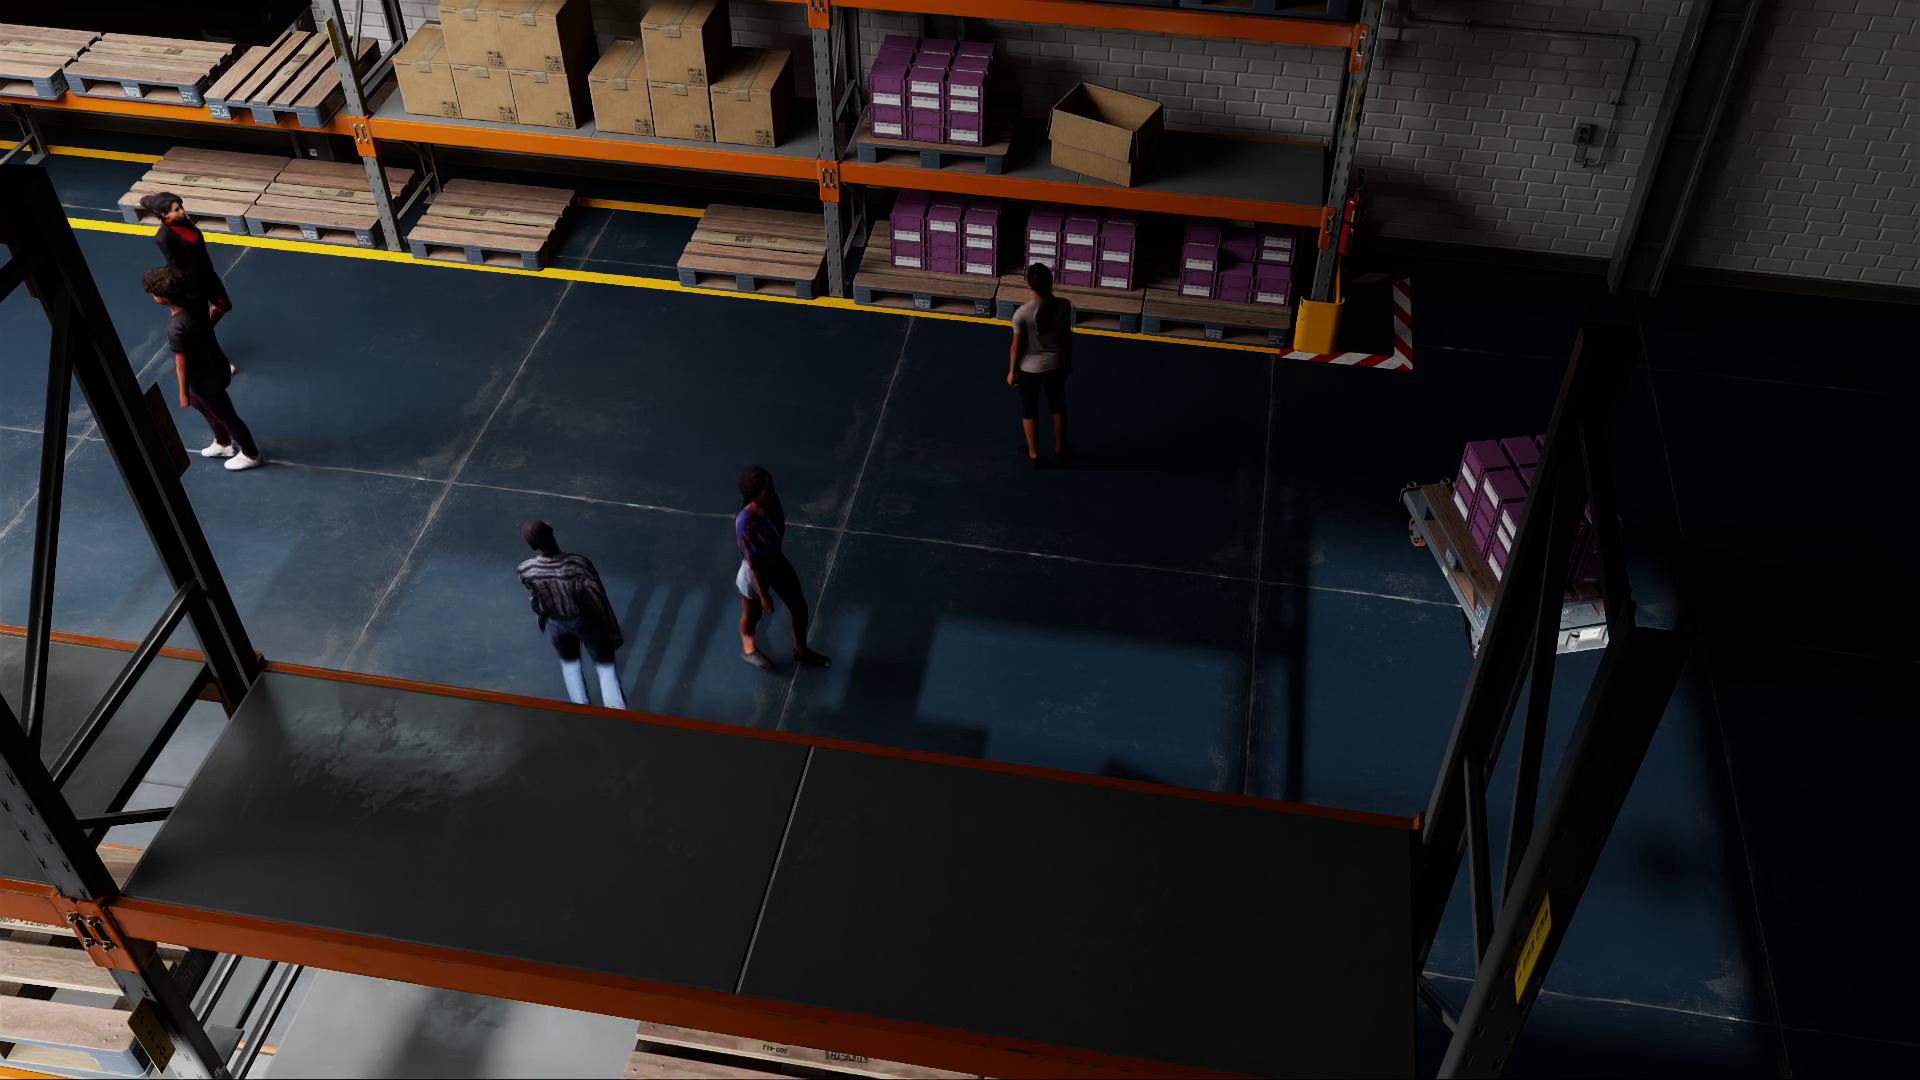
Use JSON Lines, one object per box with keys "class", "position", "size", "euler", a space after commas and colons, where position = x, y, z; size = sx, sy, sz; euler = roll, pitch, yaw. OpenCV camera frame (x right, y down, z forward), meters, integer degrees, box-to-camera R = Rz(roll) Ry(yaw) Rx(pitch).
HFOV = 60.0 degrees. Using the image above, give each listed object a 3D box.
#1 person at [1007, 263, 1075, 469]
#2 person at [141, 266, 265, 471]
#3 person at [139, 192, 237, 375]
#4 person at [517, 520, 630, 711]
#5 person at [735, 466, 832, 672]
{"class": "person", "position": [0.611, -1.246, 12.046], "size": [0.677, 1.743, 0.811], "euler": [-11, 45, -12]}
{"class": "person", "position": [-5.368, -1.224, 12.007], "size": [0.806, 1.766, 0.753], "euler": [-6, 44, -6]}
{"class": "person", "position": [-5.994, -1.981, 12.897], "size": [0.628, 1.634, 0.543], "euler": [7, 44, 7]}
{"class": "person", "position": [-2.278, 0.572, 10.119], "size": [0.518, 1.769, 0.862], "euler": [10, 45, 11]}
{"class": "person", "position": [-1.325, 0.194, 10.549], "size": [0.908, 1.723, 0.762], "euler": [23, 48, 22]}
